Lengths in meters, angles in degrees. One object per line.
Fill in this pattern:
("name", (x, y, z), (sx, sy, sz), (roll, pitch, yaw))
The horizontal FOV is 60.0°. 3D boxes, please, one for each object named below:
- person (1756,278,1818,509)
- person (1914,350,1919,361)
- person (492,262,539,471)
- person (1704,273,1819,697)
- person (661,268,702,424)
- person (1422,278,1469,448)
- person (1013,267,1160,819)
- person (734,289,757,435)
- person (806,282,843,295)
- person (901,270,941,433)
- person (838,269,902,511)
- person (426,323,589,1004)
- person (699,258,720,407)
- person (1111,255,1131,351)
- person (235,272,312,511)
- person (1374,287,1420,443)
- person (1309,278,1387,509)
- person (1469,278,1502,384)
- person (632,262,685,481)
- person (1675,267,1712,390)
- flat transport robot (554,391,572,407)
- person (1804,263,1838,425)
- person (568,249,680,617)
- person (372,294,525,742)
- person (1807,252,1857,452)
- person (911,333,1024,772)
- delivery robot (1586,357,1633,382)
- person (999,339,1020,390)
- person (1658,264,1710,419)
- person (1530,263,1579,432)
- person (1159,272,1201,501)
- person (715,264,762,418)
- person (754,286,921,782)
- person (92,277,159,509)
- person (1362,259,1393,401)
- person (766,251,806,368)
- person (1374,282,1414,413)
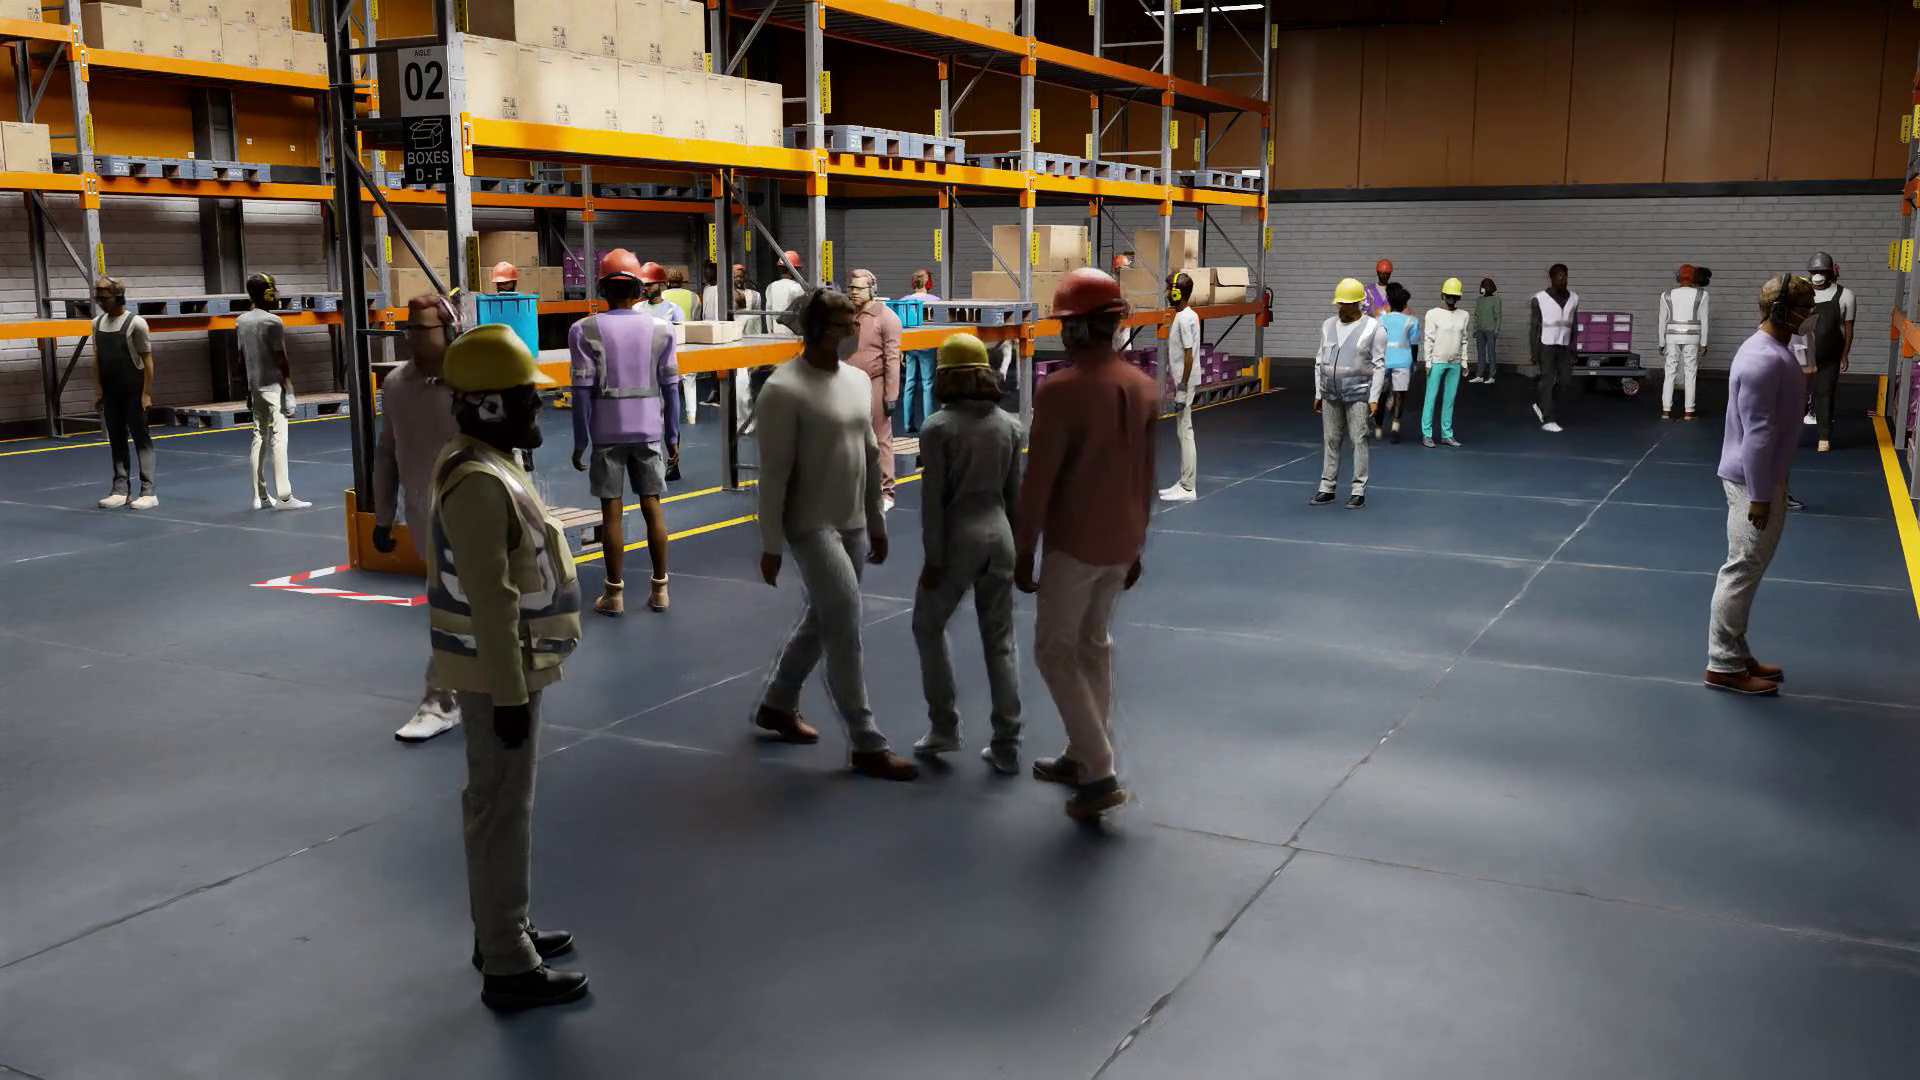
("person", (6.479, -1.133, 13.043), (0.602, 1.827, 0.404), (-6, 12, -32))
("person", (13.981, -2.926, 23.986), (0.500, 1.635, 0.287), (7, 12, 34))
("person", (-4.170, -1.594, 15.399), (0.545, 1.939, 0.354), (0, 10, 1))
("person", (3.684, -0.251, 7.654), (0.361, 1.932, 0.628), (6, 11, 30))
("person", (-3.356, -2.277, 19.634), (0.627, 1.844, 0.429), (-6, 11, -30))
("person", (5.069, -1.838, 17.328), (0.523, 1.762, 0.328), (-3, 10, -17))
("person", (0.449, 0.007, 6.054), (0.593, 1.972, 0.628), (9, 13, 42))
("person", (-2.463, -1.954, 18.393), (0.366, 1.627, 0.525), (-9, 13, -41))
("person", (-2.154, -3.450, 26.345), (0.608, 1.871, 1.006), (-1, 10, -4))
("person", (-0.444, -2.093, 18.608), (0.565, 1.835, 0.388), (5, 11, 28))
("person", (-0.763, -1.166, 13.051), (0.646, 1.900, 0.395), (7, 12, 36))
("person", (-1.233, 0.334, 4.532), (0.404, 1.836, 0.587), (-3, 10, -18))
("person", (-3.217, -2.737, 21.937), (0.362, 1.963, 0.613), (-8, 13, -39))
("person", (2.540, -3.454, 26.031), (0.392, 1.986, 0.609), (0, 10, 1))
("person", (-5.424, -1.160, 13.079), (0.512, 1.874, 0.328), (4, 11, 24))
("person", (4.634, -1.873, 17.822), (0.531, 1.657, 0.789), (4, 11, 22))
("person", (3.066, -1.157, 13.203), (0.586, 1.823, 0.403), (8, 13, 40))
("person", (8.175, -3.245, 25.837), (0.268, 1.632, 0.507), (-6, 11, -29))
("person", (-2.706, -1.489, 14.793), (0.545, 1.938, 0.359), (3, 10, 18))
("person", (10.861, -3.131, 24.664), (0.472, 1.811, 0.731), (1, 10, 9))
("flat transport robot", (-4.583, -1.779, 21.294), (0.652, 0.197, 1.431), (-8, 13, -39))
("person", (10.209, -2.323, 19.720), (0.638, 1.907, 0.408), (-8, 13, -39))
("person", (-1.877, -0.593, 9.304), (0.614, 2.041, 0.389), (-5, 11, -25))
("person", (-2.212, -0.137, 7.223), (0.667, 1.858, 1.009), (4, 10, 20))
("person", (8.725, -1.920, 16.992), (0.689, 2.000, 0.539), (6, 11, 31))
("person", (0.051, 0.050, 6.556), (0.507, 1.704, 0.560), (-6, 12, -33))
("delivery robot", (9.616, -2.537, 24.587), (0.707, 0.478, 0.477), (7, 12, 36))
("person", (0.789, -2.999, 24.445), (0.522, 1.617, 0.569), (3, 10, 16))
("person", (8.812, -2.407, 20.270), (0.576, 1.882, 0.355), (6, 11, 31))
("person", (6.748, -2.189, 18.942), (0.622, 1.904, 0.492), (-3, 10, -16))
("person", (1.805, -1.247, 13.615), (0.335, 1.864, 0.521), (2, 10, 9))
("person", (-2.686, -2.402, 20.237), (0.575, 1.882, 0.360), (-3, 10, -18))
("person", (-0.529, -0.048, 6.577), (0.921, 1.904, 0.643), (6, 11, 31))
("person", (-6.622, -1.156, 13.158), (0.506, 1.837, 0.347), (3, 10, 15))
("person", (5.767, -2.869, 22.774), (0.545, 1.942, 0.349), (1, 10, 4))
("person", (-2.029, -2.425, 19.905), (0.615, 2.041, 0.387), (7, 12, 36))
("person", (5.503, -2.443, 21.108), (0.530, 1.665, 0.842), (0, 10, -2))
